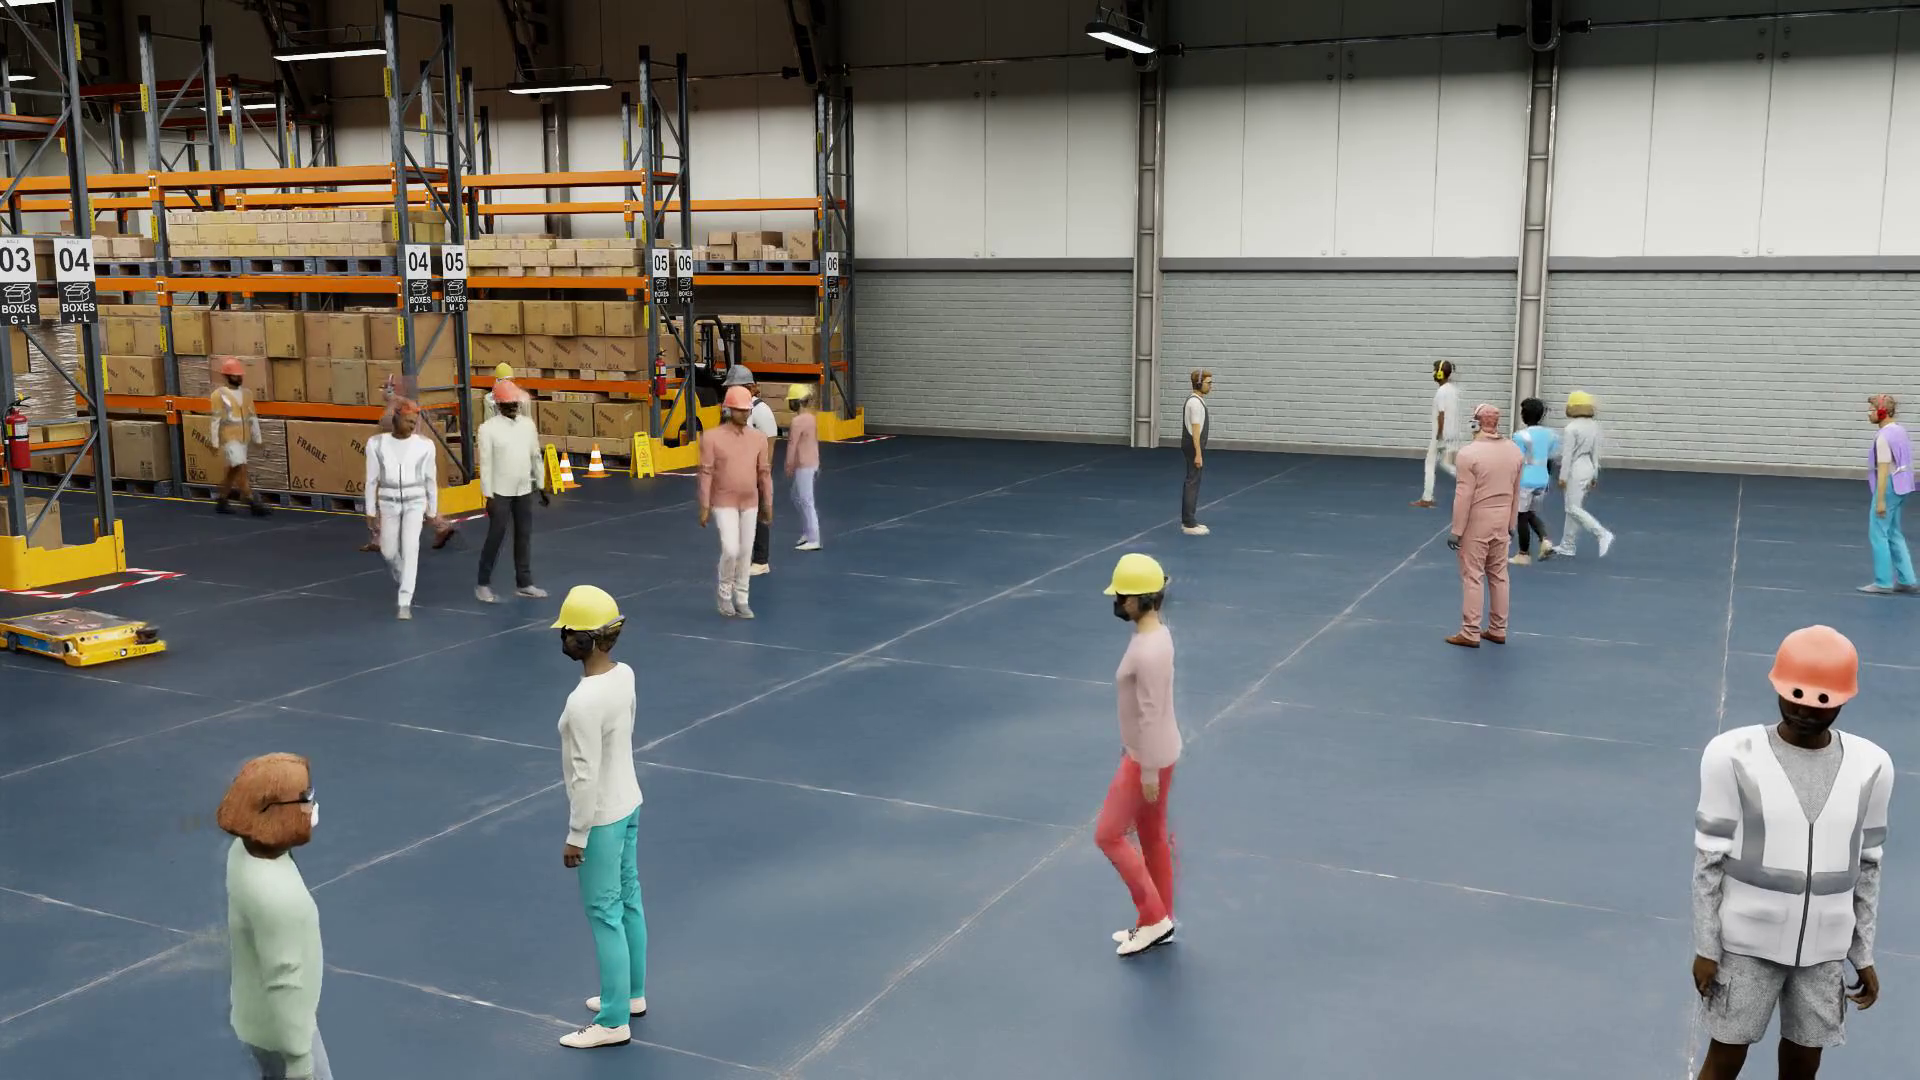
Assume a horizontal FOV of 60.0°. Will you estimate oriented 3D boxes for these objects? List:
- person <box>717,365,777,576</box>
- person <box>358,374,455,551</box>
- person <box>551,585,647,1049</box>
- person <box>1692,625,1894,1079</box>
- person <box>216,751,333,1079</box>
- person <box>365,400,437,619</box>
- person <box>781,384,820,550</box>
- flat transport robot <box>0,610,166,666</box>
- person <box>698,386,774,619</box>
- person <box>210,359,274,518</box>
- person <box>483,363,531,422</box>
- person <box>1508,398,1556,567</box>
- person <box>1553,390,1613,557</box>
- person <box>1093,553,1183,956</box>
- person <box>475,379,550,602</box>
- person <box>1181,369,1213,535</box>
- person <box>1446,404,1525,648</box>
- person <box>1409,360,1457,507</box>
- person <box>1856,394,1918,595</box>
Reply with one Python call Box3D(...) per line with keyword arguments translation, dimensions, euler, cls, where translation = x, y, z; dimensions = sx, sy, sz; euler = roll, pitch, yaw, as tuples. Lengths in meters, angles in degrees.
Box3D(translation=(-2.117, -0.677, 16.063), dimensions=(0.688, 2.000, 0.536), euler=(9, 13, 43), cls="person")
Box3D(translation=(-5.810, -0.804, 17.363), dimensions=(0.931, 1.876, 0.645), euler=(1, 9, 3), cls="person")
Box3D(translation=(-1.382, 1.046, 6.344), dimensions=(0.312, 1.768, 0.529), euler=(1, 9, 7), cls="person")
Box3D(translation=(2.456, 1.192, 4.937), dimensions=(0.543, 1.932, 0.376), euler=(1, 9, 6), cls="person")
Box3D(translation=(-1.957, 1.384, 4.695), dimensions=(0.583, 1.617, 0.514), euler=(-6, 11, -32), cls="person")
Box3D(translation=(-4.769, -0.281, 14.217), dimensions=(0.593, 1.849, 0.711), euler=(-3, 10, -15), cls="person")
Box3D(translation=(-1.668, -0.755, 17.447), dimensions=(0.492, 1.752, 0.540), euler=(2, 10, 13), cls="person")
Box3D(translation=(-6.835, 0.732, 12.836), dimensions=(1.431, 0.197, 0.652), euler=(7, 11, 35), cls="flat transport robot")
Box3D(translation=(-1.859, -0.304, 13.959), dimensions=(0.649, 1.978, 0.439), euler=(-7, 11, -35), cls="person")
Box3D(translation=(-8.616, -1.213, 19.833), dimensions=(0.986, 1.886, 0.563), euler=(4, 10, 23), cls="person")
Box3D(translation=(-5.398, -1.192, 19.844), dimensions=(0.590, 1.837, 0.404), euler=(-7, 12, -36), cls="person")
Box3D(translation=(5.626, -0.566, 16.441), dimensions=(0.547, 1.685, 0.387), euler=(-6, 11, -31), cls="person")
Box3D(translation=(6.369, -0.662, 16.929), dimensions=(0.496, 1.713, 0.710), euler=(-7, 12, -38), cls="person")
Box3D(translation=(0.771, 0.924, 7.149), dimensions=(0.381, 1.754, 0.527), euler=(2, 9, 11), cls="person")
Box3D(translation=(-4.031, -0.439, 14.826), dimensions=(0.514, 1.971, 0.719), euler=(7, 11, 35), cls="person")
Box3D(translation=(2.629, -0.979, 18.517), dimensions=(0.325, 1.842, 0.517), euler=(1, 9, 4), cls="person")
Box3D(translation=(4.076, -0.112, 13.018), dimensions=(0.652, 1.904, 0.402), euler=(-5, 10, -26), cls="person")
Box3D(translation=(5.984, -1.295, 20.456), dimensions=(0.782, 1.852, 0.523), euler=(7, 12, 38), cls="person")
Box3D(translation=(8.451, -0.405, 15.093), dimensions=(0.515, 1.819, 0.564), euler=(9, 13, 43), cls="person")
